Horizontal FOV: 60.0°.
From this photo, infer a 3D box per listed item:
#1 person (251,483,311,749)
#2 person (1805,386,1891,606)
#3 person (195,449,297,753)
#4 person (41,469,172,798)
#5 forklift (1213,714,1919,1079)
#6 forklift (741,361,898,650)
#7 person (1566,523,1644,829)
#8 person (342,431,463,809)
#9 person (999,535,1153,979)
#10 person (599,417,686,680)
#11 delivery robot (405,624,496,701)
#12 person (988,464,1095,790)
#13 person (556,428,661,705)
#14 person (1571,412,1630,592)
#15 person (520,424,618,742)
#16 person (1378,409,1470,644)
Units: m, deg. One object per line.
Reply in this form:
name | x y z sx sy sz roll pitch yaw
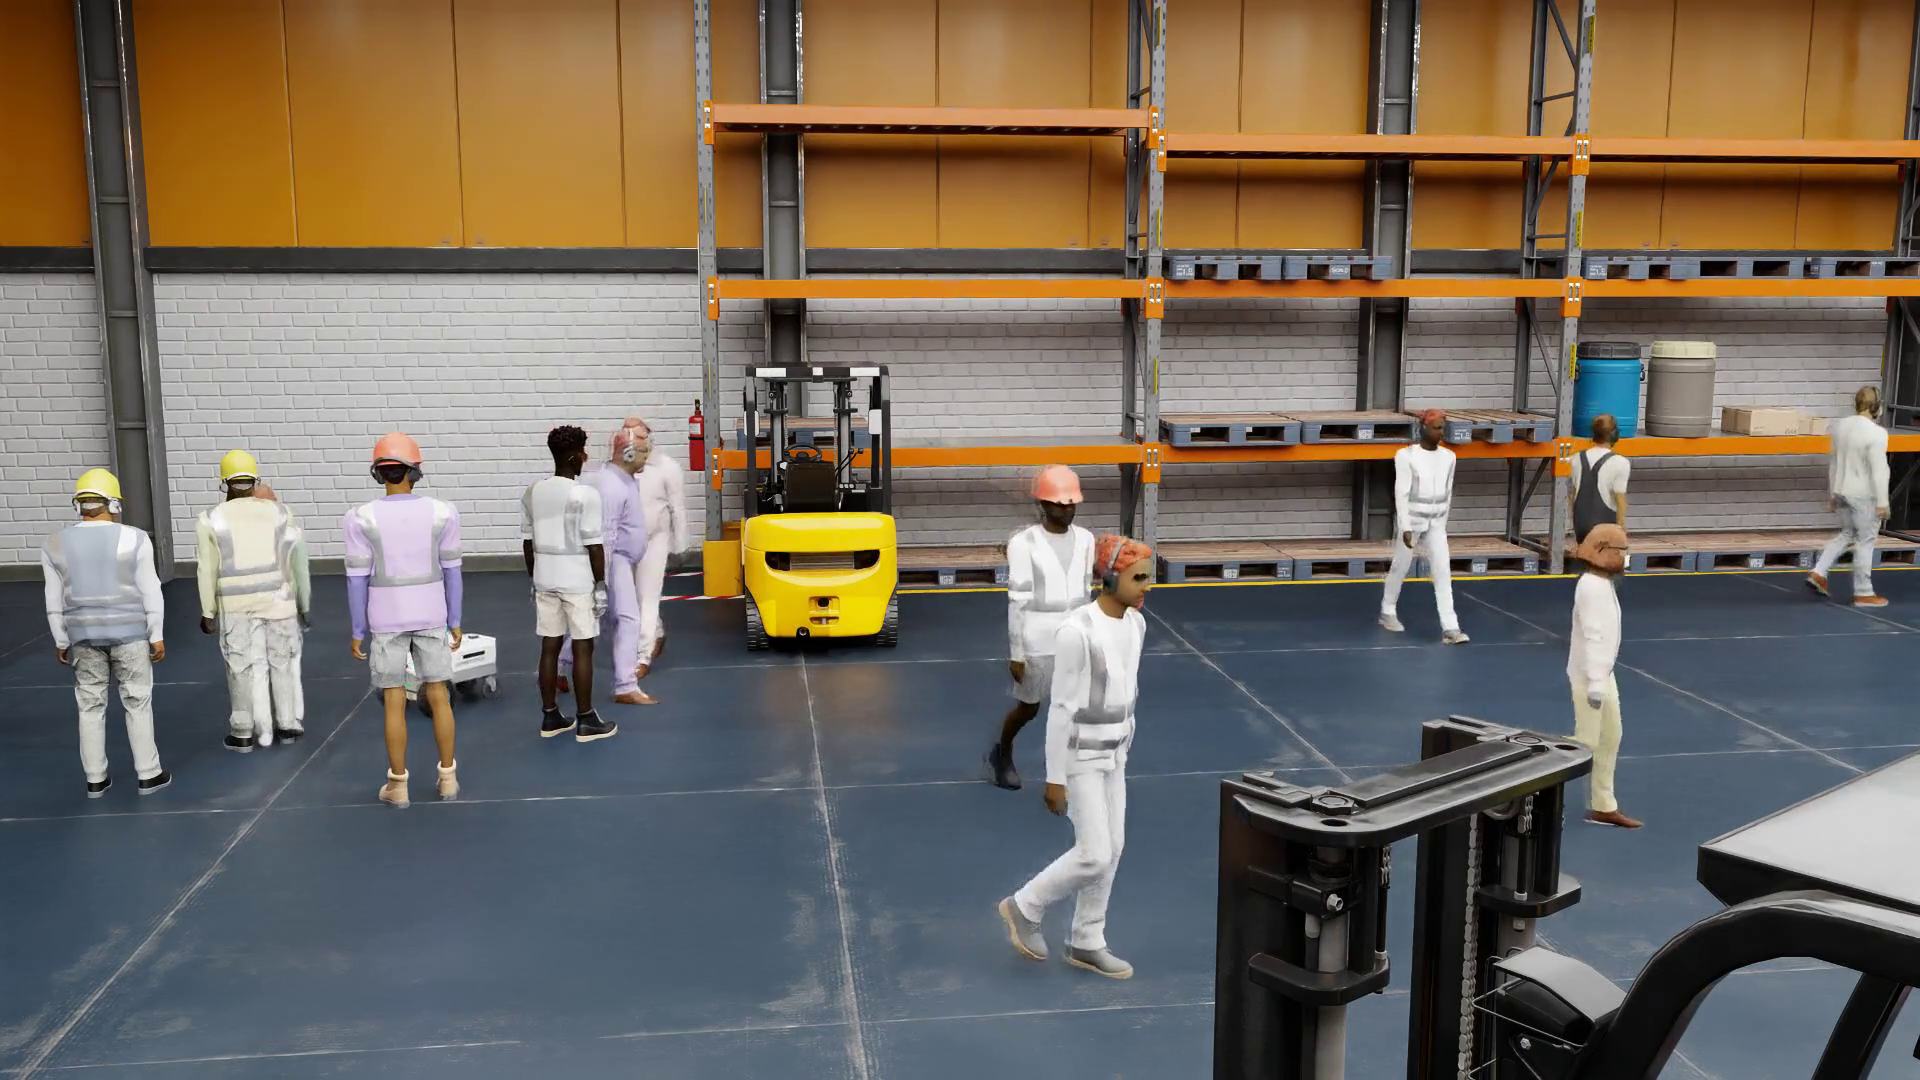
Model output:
person | -4.266 0.450 10.220 0.523 1.617 0.544 -4 10 -22
person | 7.782 -0.373 14.402 0.589 1.931 0.635 -1 9 -4
person | -4.315 0.366 10.084 0.595 1.831 0.403 -8 12 -42
person | -4.689 0.517 9.174 0.588 1.823 0.403 -2 9 -10
forklift | 1.441 1.425 2.350 1.214 2.155 2.313 -7 12 -39
forklift | -1.154 -0.340 13.365 1.214 2.155 2.313 -1 9 -7
person | 3.232 0.703 8.659 0.627 1.611 0.509 6 11 31
person | -3.006 0.434 9.018 0.609 2.040 0.394 -5 10 -28
person | 0.507 0.887 6.785 0.556 1.855 0.594 6 11 35
person | -2.331 0.025 12.185 0.646 1.877 0.981 2 9 14
delivery robot | -3.448 0.795 11.093 0.477 0.478 0.707 6 11 34
person | 0.463 0.515 8.967 0.545 1.898 0.960 -5 10 -28
person | -2.440 0.186 11.147 0.790 1.872 0.680 -1 9 -5
person | 4.893 -0.068 12.806 0.451 1.827 0.515 -7 11 -36
person | -2.428 0.264 10.301 0.609 1.964 0.367 5 10 28
person | 3.660 -0.119 13.150 0.581 1.834 1.004 -3 9 -16
